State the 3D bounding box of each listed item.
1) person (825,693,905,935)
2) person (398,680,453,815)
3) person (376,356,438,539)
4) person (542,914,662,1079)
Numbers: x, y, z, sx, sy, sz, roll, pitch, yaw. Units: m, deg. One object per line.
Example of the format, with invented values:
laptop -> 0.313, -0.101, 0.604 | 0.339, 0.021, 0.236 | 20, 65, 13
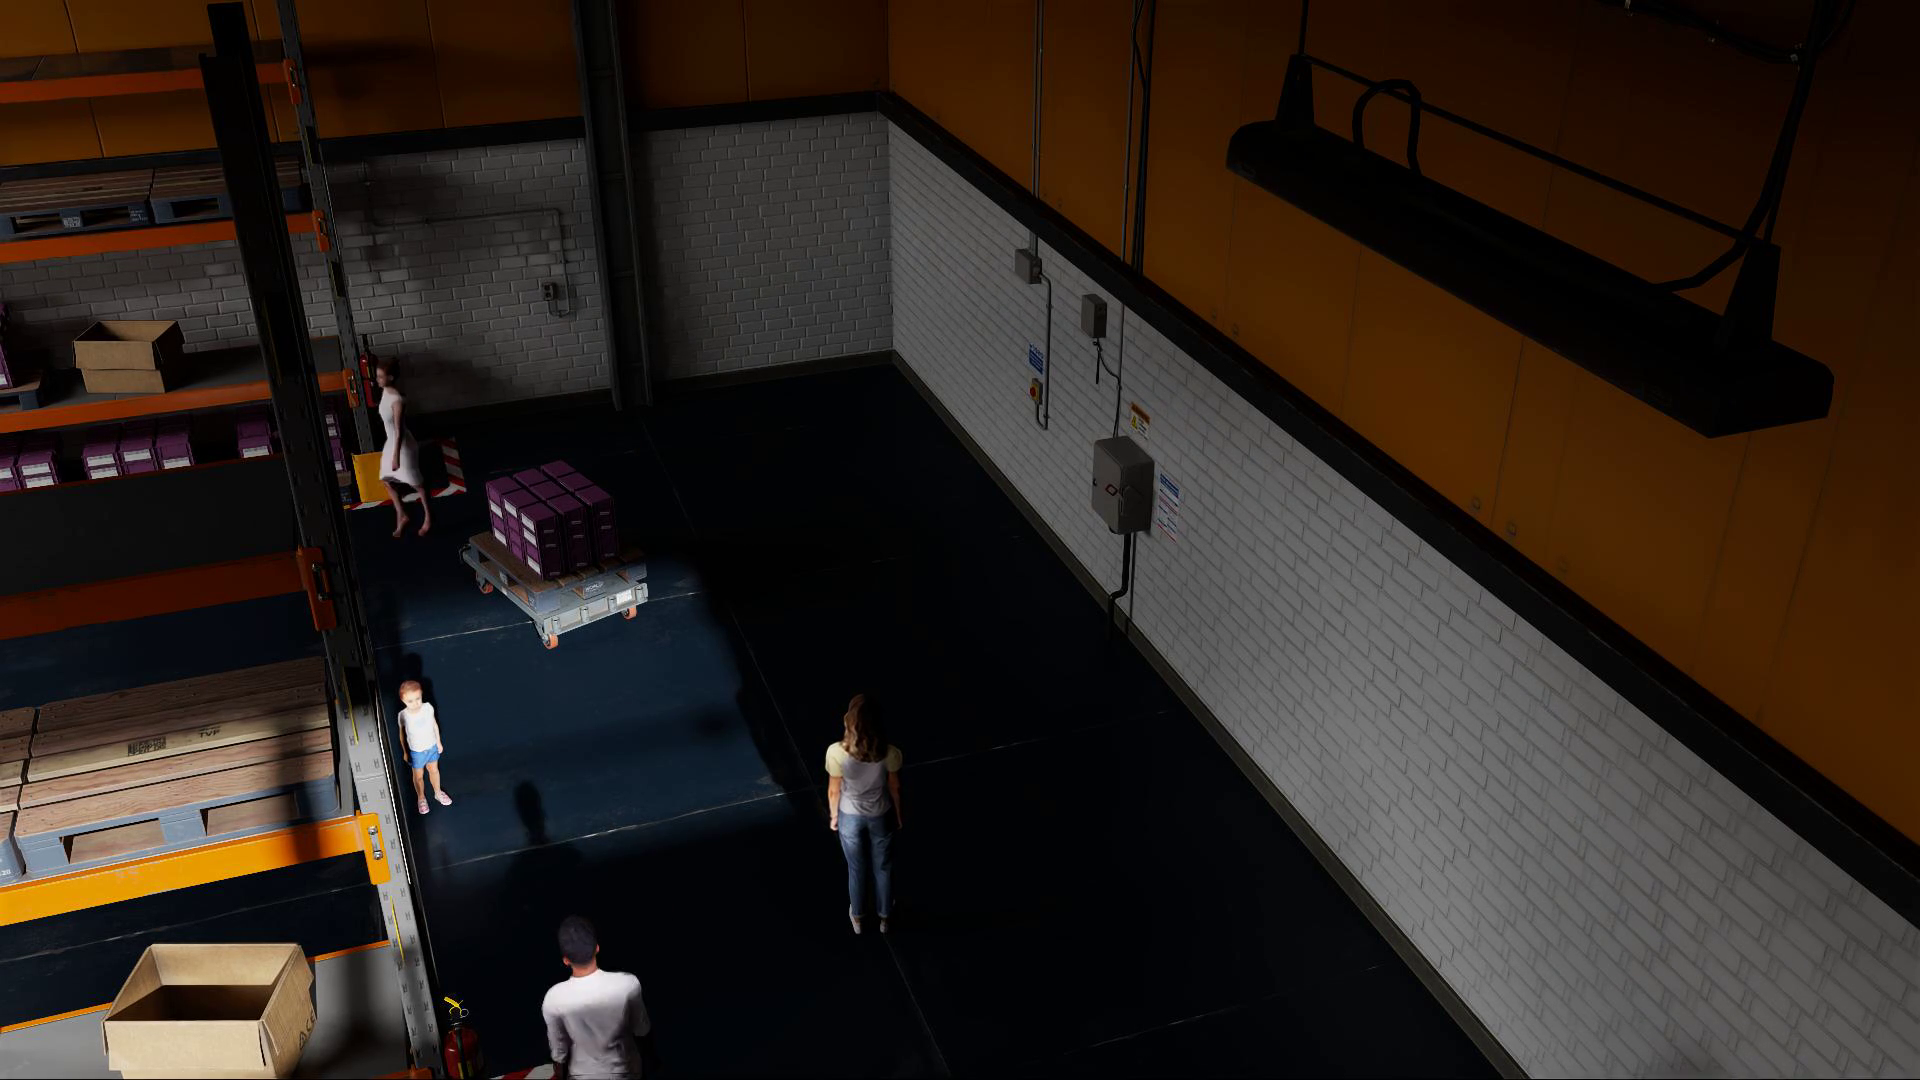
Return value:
person -> -0.574, 1.697, 10.226 | 0.585, 1.722, 0.750 | -1, 29, -2
person -> -3.722, 1.405, 11.494 | 0.422, 1.019, 0.522 | -20, 34, -32
person -> -4.852, -0.813, 14.766 | 0.731, 1.780, 0.661 | -19, 34, -31
person -> -1.784, 2.710, 8.304 | 0.640, 1.784, 0.783 | -4, 29, -7
